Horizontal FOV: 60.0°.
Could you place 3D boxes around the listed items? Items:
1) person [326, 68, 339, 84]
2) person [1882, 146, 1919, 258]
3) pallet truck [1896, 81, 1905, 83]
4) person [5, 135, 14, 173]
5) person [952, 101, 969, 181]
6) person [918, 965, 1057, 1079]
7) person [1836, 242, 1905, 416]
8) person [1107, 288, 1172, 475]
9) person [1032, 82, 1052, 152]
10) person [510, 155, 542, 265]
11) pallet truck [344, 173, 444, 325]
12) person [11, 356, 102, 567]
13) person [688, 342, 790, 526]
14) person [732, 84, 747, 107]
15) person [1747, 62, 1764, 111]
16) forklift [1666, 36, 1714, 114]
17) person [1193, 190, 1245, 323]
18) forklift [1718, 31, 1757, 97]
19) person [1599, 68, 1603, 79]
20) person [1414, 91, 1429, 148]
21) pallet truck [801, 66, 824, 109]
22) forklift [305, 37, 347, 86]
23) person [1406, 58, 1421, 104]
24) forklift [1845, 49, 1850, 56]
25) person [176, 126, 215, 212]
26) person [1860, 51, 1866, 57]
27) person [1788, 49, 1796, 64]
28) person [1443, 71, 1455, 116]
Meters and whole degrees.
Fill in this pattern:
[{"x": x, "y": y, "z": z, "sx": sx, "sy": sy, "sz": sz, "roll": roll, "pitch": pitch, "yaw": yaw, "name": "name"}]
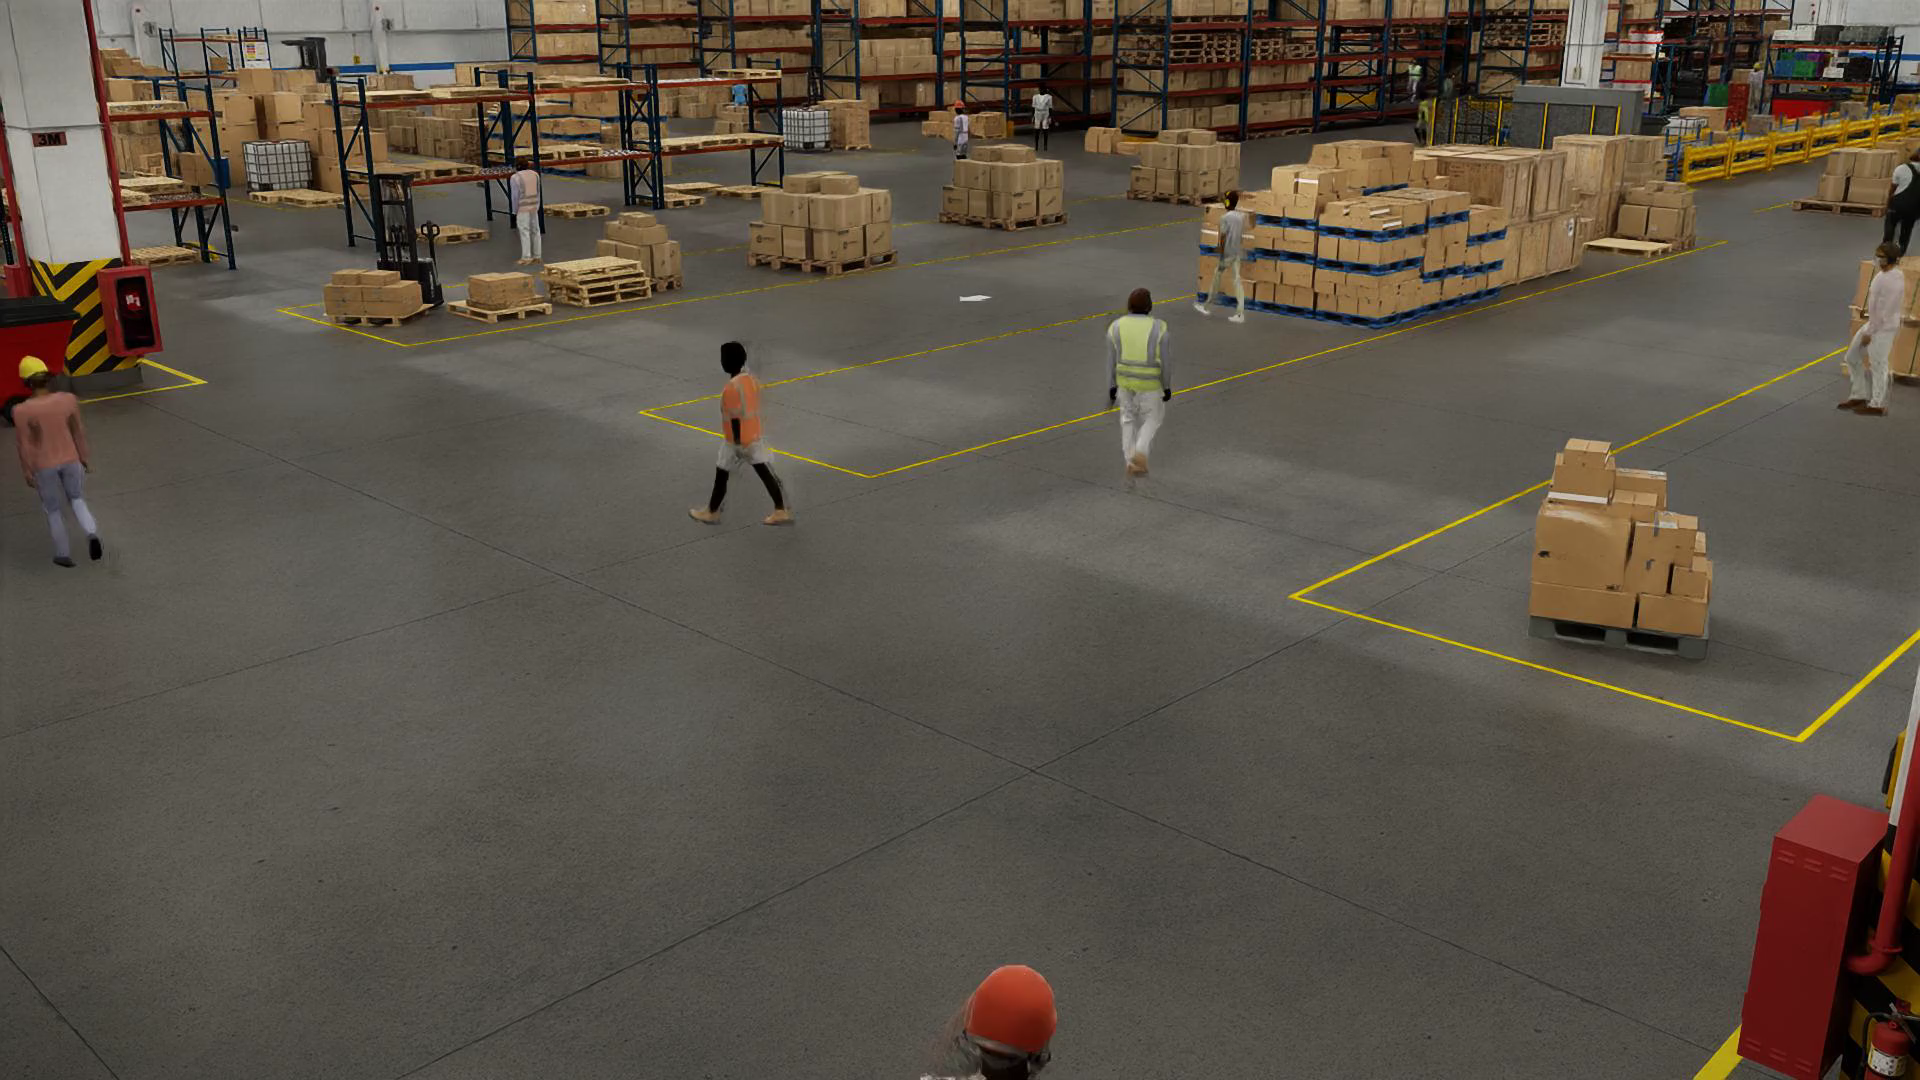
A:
[{"x": -22.015, "y": -15.614, "z": 58.440, "sx": 1.055, "sy": 1.853, "sz": 0.594, "roll": 10, "pitch": 21, "yaw": 26, "name": "person"}, {"x": 16.282, "y": -5.804, "z": 28.580, "sx": 0.712, "sy": 2.000, "sz": 0.544, "roll": 5, "pitch": 19, "yaw": 14, "name": "person"}, {"x": 34.802, "y": -16.331, "z": 61.455, "sx": 0.653, "sy": 1.274, "sz": 1.630, "roll": 17, "pitch": 25, "yaw": 41, "name": "pallet truck"}, {"x": -19.940, "y": -8.053, "z": 35.584, "sx": 0.658, "sy": 1.894, "sz": 0.964, "roll": -6, "pitch": 19, "yaw": -18, "name": "person"}, {"x": -0.002, "y": -9.734, "z": 40.609, "sx": 0.394, "sy": 1.929, "sz": 0.539, "roll": 10, "pitch": 21, "yaw": 28, "name": "person"}, {"x": 0.118, "y": 2.128, "z": 4.775, "sx": 0.625, "sy": 1.977, "sz": 0.480, "roll": 10, "pitch": 21, "yaw": 28, "name": "person"}, {"x": 9.983, "y": -2.299, "z": 18.208, "sx": 0.600, "sy": 1.915, "sz": 0.633, "roll": 4, "pitch": 19, "yaw": 12, "name": "person"}, {"x": 1.710, "y": -1.497, "z": 15.933, "sx": 0.644, "sy": 1.829, "sz": 0.458, "roll": 8, "pitch": 20, "yaw": 23, "name": "person"}, {"x": 2.358, "y": -12.225, "z": 48.055, "sx": 0.602, "sy": 1.959, "sz": 0.371, "roll": 5, "pitch": 19, "yaw": 15, "name": "person"}, {"x": -7.401, "y": -5.609, "z": 28.305, "sx": 0.429, "sy": 1.845, "sz": 0.621, "roll": 11, "pitch": 21, "yaw": 30, "name": "person"}, {"x": -8.209, "y": -4.181, "z": 23.757, "sx": 0.823, "sy": 1.965, "sz": 1.885, "roll": 3, "pitch": 19, "yaw": 9, "name": "pallet truck"}, {"x": -7.275, "y": -0.614, "z": 13.391, "sx": 0.472, "sy": 1.752, "sz": 0.536, "roll": 14, "pitch": 23, "yaw": 36, "name": "person"}, {"x": -1.914, "y": -0.908, "z": 14.446, "sx": 0.913, "sy": 1.645, "sz": 0.534, "roll": 5, "pitch": 19, "yaw": 16, "name": "person"}, {"x": -7.474, "y": -14.887, "z": 56.478, "sx": 0.541, "sy": 1.700, "sz": 0.316, "roll": -8, "pitch": 20, "yaw": -22, "name": "person"}, {"x": 30.485, "y": -17.384, "z": 63.812, "sx": 0.615, "sy": 1.820, "sz": 0.467, "roll": 14, "pitch": 23, "yaw": 37, "name": "person"}, {"x": 27.341, "y": -17.291, "z": 61.877, "sx": 1.129, "sy": 2.768, "sz": 1.873, "roll": 17, "pitch": 25, "yaw": 41, "name": "forklift"}, {"x": 3.761, "y": -4.025, "z": 23.559, "sx": 0.558, "sy": 1.817, "sz": 0.961, "roll": -13, "pitch": 22, "yaw": -33, "name": "person"}, {"x": 32.627, "y": -19.845, "z": 69.573, "sx": 1.129, "sy": 2.768, "sz": 1.873, "roll": 4, "pitch": 19, "yaw": 10, "name": "forklift"}, {"x": 22.301, "y": -15.528, "z": 58.111, "sx": 0.636, "sy": 1.900, "sz": 0.399, "roll": 16, "pitch": 24, "yaw": 40, "name": "person"}, {"x": 13.512, "y": -12.289, "z": 48.670, "sx": 0.493, "sy": 1.673, "sz": 0.546, "roll": 7, "pitch": 19, "yaw": 19, "name": "person"}, {"x": -4.812, "y": -15.182, "z": 56.903, "sx": 0.823, "sy": 1.965, "sz": 1.885, "roll": -9, "pitch": 21, "yaw": -26, "name": "pallet truck"}, {"x": -23.463, "y": -16.984, "z": 60.951, "sx": 1.129, "sy": 2.768, "sz": 1.873, "roll": 17, "pitch": 25, "yaw": 41, "name": "forklift"}, {"x": 18.479, "y": -18.718, "z": 67.810, "sx": 0.604, "sy": 1.829, "sz": 0.457, "roll": 15, "pitch": 24, "yaw": 38, "name": "person"}, {"x": 42.969, "y": -23.741, "z": 81.309, "sx": 1.129, "sy": 2.768, "sz": 1.873, "roll": 17, "pitch": 25, "yaw": 41, "name": "forklift"}, {"x": -16.263, "y": -7.806, "z": 35.029, "sx": 0.802, "sy": 1.793, "sz": 0.545, "roll": 0, "pitch": 18, "yaw": 1, "name": "person"}, {"x": 38.750, "y": -20.044, "z": 71.626, "sx": 0.604, "sy": 1.949, "sz": 0.389, "roll": 2, "pitch": 18, "yaw": 6, "name": "person"}, {"x": 42.874, "y": -24.725, "z": 85.773, "sx": 0.552, "sy": 1.922, "sz": 0.474, "roll": -14, "pitch": 23, "yaw": -35, "name": "person"}, {"x": 18.084, "y": -16.474, "z": 61.382, "sx": 0.566, "sy": 1.610, "sz": 0.525, "roll": 15, "pitch": 24, "yaw": 39, "name": "person"}]
